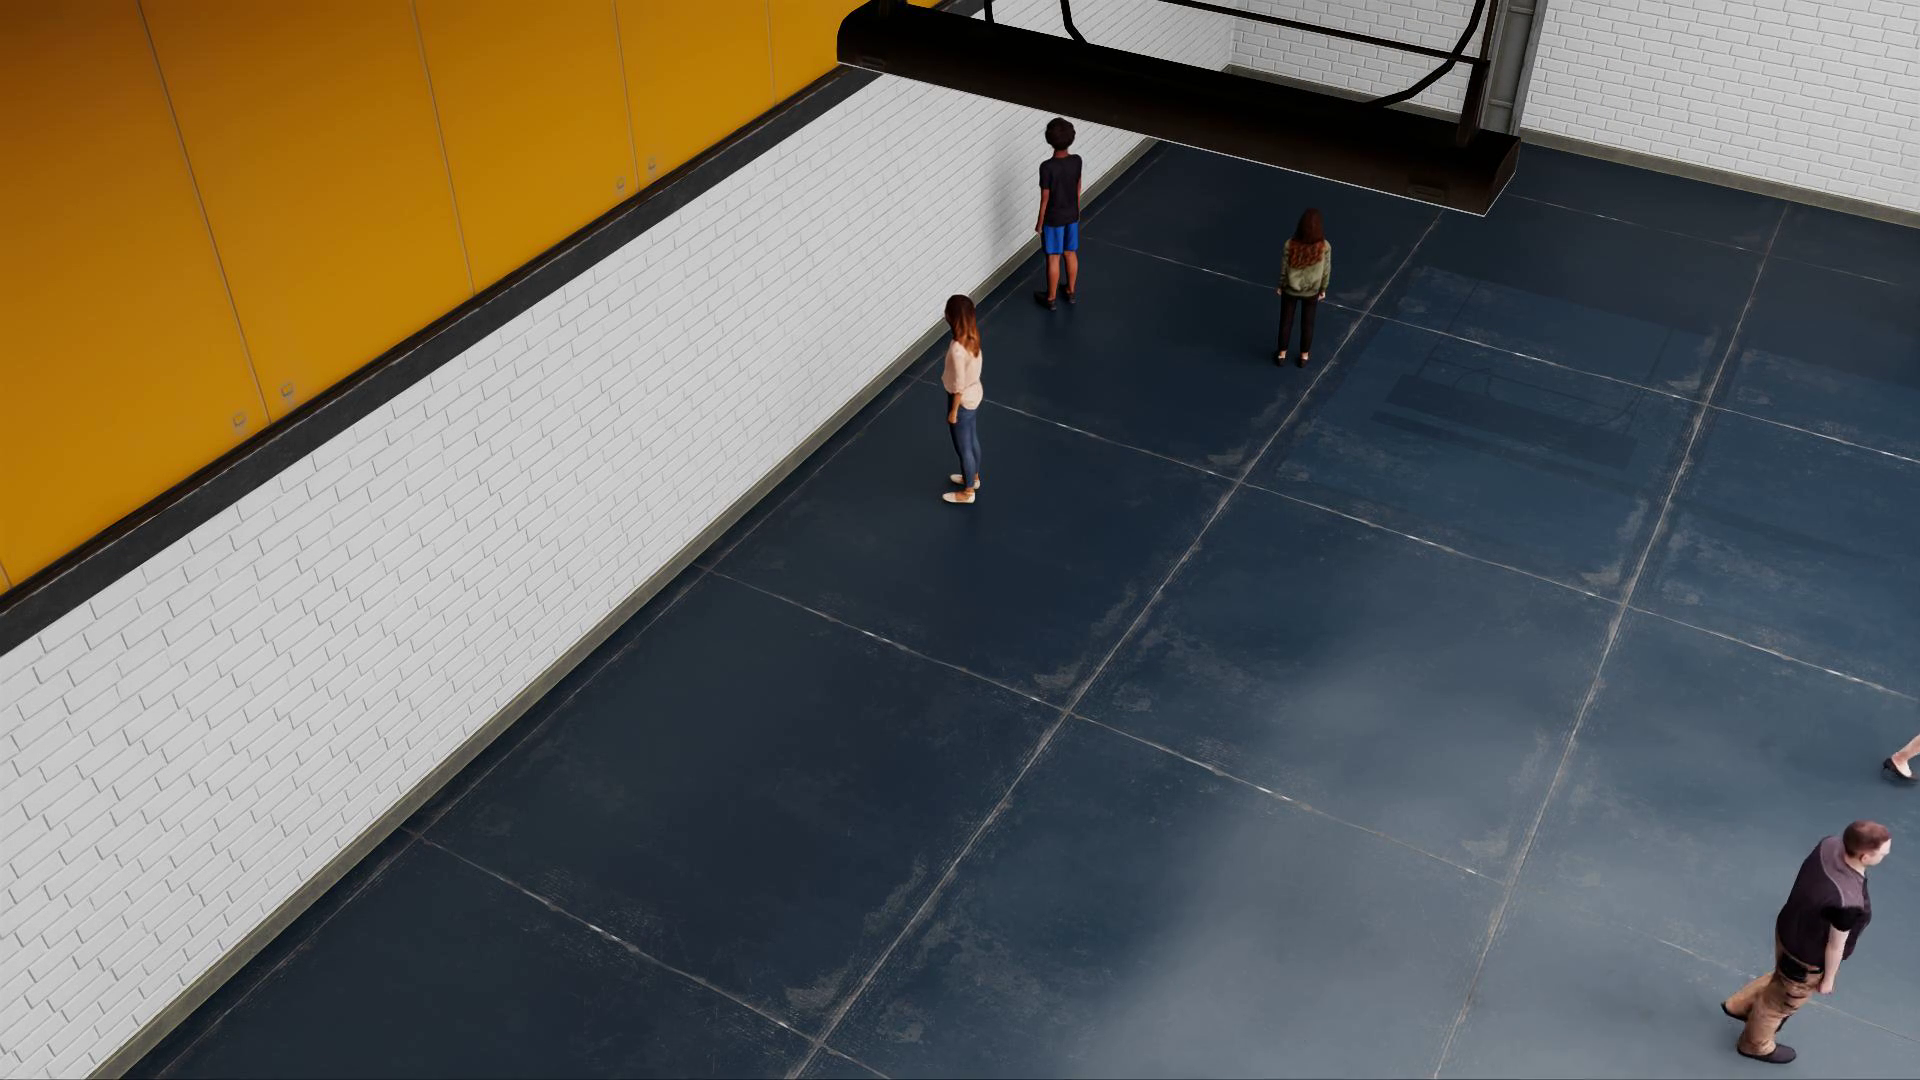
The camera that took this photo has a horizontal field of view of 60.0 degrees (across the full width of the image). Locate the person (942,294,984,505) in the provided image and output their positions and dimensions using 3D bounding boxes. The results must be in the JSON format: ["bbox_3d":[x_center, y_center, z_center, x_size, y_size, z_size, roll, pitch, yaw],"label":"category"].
[{"bbox_3d":[0.034,-1.056,12.534,0.599,1.792,0.634,11,40,13],"label":"person"}]

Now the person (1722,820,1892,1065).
[{"bbox_3d":[4.300,2.056,8.603,0.772,1.835,0.778,9,39,11],"label":"person"}]

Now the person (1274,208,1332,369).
[{"bbox_3d":[2.904,-2.139,14.143,0.559,1.477,0.702,6,39,8],"label":"person"}]

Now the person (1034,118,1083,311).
[{"bbox_3d":[0.897,-2.898,14.839,0.701,1.794,0.725,-19,42,-22],"label":"person"}]
